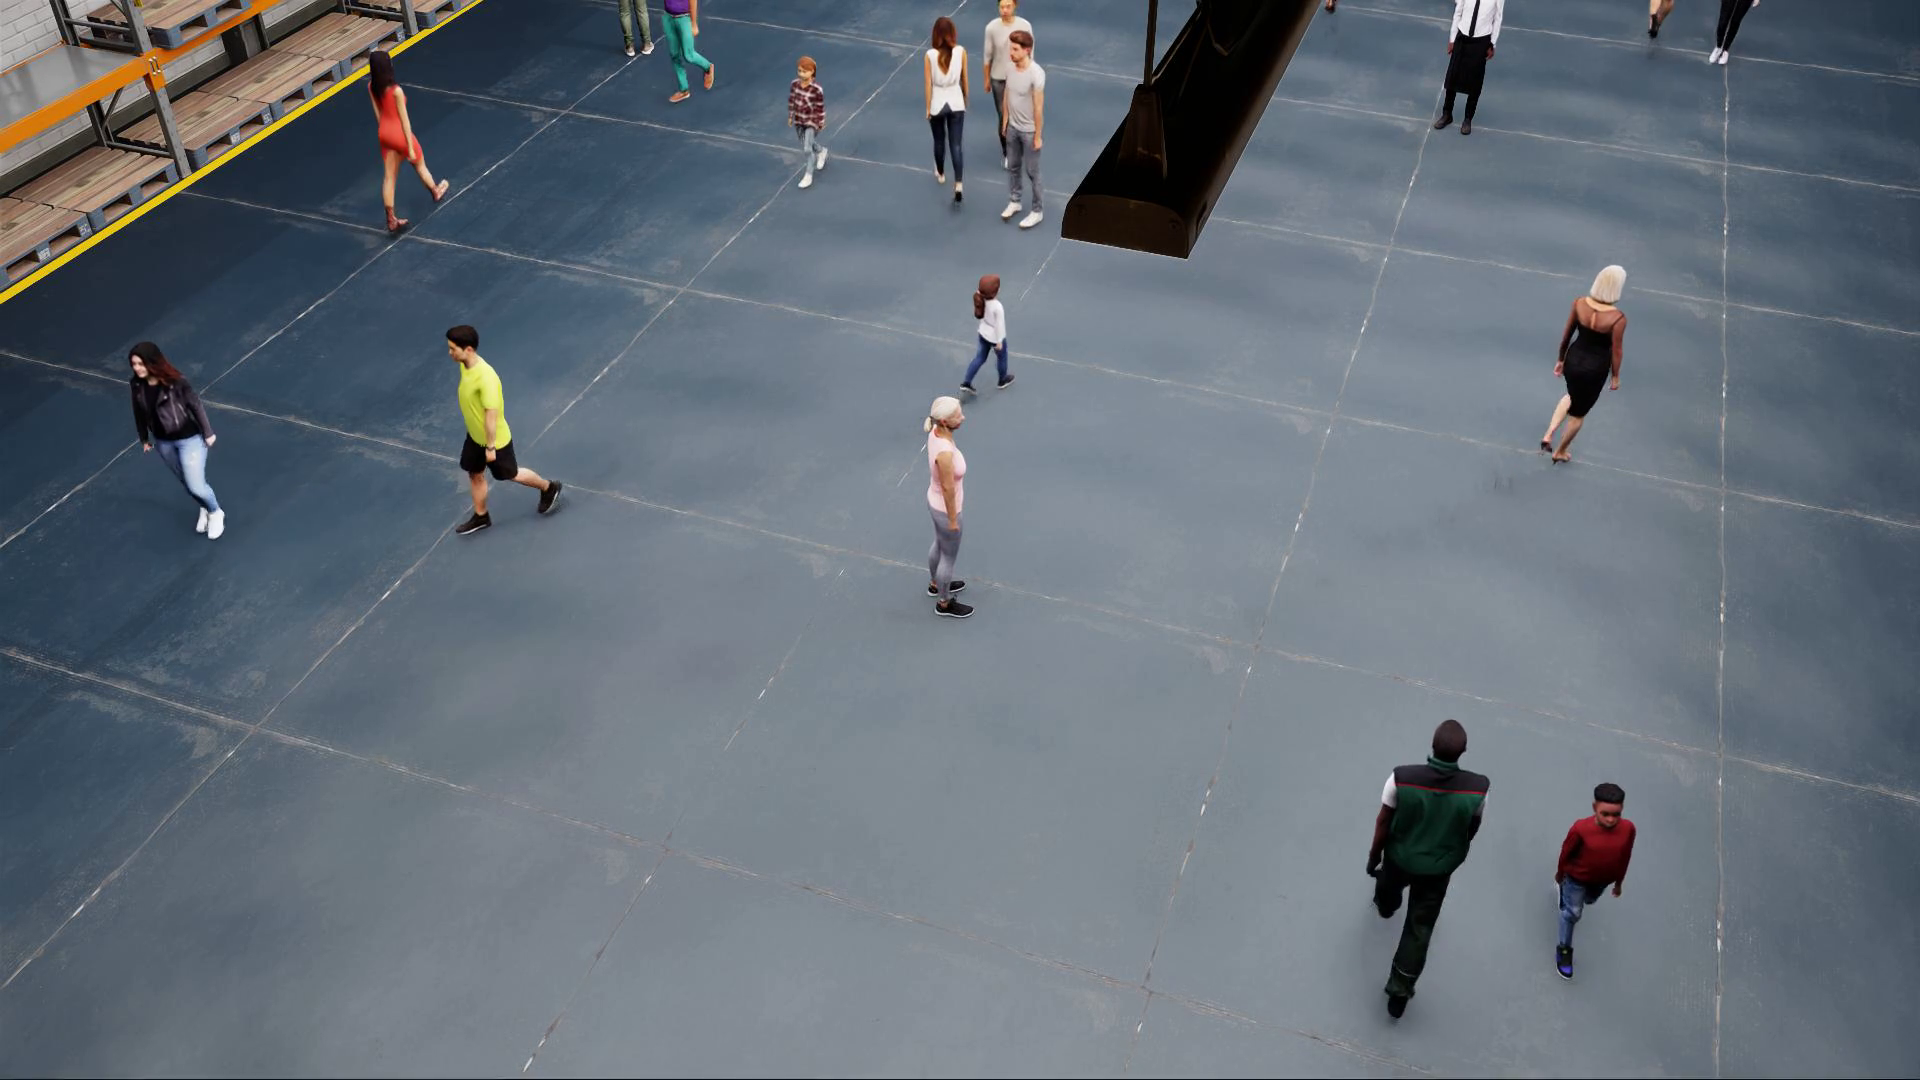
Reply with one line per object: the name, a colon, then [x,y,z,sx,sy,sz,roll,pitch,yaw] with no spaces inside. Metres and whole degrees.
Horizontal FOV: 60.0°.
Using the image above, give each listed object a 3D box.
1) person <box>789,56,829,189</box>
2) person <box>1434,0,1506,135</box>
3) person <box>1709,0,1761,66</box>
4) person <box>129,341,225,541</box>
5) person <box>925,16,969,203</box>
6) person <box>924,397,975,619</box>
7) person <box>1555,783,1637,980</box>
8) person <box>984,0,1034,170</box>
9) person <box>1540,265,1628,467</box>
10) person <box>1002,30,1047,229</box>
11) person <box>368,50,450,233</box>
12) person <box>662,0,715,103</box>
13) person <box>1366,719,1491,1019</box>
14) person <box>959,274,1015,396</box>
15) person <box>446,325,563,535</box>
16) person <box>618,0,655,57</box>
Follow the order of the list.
person: [-1.492,-4.215,16.582,0.632,1.289,0.892,21,43,24]
person: [5.348,-5.167,17.336,0.676,1.835,0.590,19,42,22]
person: [8.834,-6.245,18.768,0.646,1.734,0.675,18,42,21]
person: [-5.595,-0.766,11.996,0.714,1.623,0.689,5,39,6]
person: [-0.106,-4.145,16.117,0.917,1.760,1.137,-5,39,-6]
person: [-0.102,-0.243,11.258,0.697,1.726,0.606,-7,39,-9]
person: [3.449,1.769,9.128,0.689,1.240,0.893,-1,39,-1]
person: [0.485,-4.674,16.750,0.853,1.796,0.973,-4,39,-4]
person: [4.662,-1.257,12.522,0.800,1.734,0.746,-24,45,-27]
person: [0.633,-3.912,15.723,0.756,1.888,0.758,-30,48,-32]
person: [-5.344,-3.709,15.648,0.600,1.664,1.148,13,40,16]
person: [-2.970,-5.652,18.004,0.742,1.759,0.915,21,43,25]
person: [2.425,1.742,8.727,0.763,1.783,1.231,9,39,11]
person: [0.211,-1.661,13.540,0.828,1.094,0.657,-30,48,-32]
person: [-3.335,-0.810,12.005,1.142,1.680,0.934,-30,47,-32]
person: [-3.777,-6.375,18.994,0.655,1.655,0.672,-5,39,-7]
